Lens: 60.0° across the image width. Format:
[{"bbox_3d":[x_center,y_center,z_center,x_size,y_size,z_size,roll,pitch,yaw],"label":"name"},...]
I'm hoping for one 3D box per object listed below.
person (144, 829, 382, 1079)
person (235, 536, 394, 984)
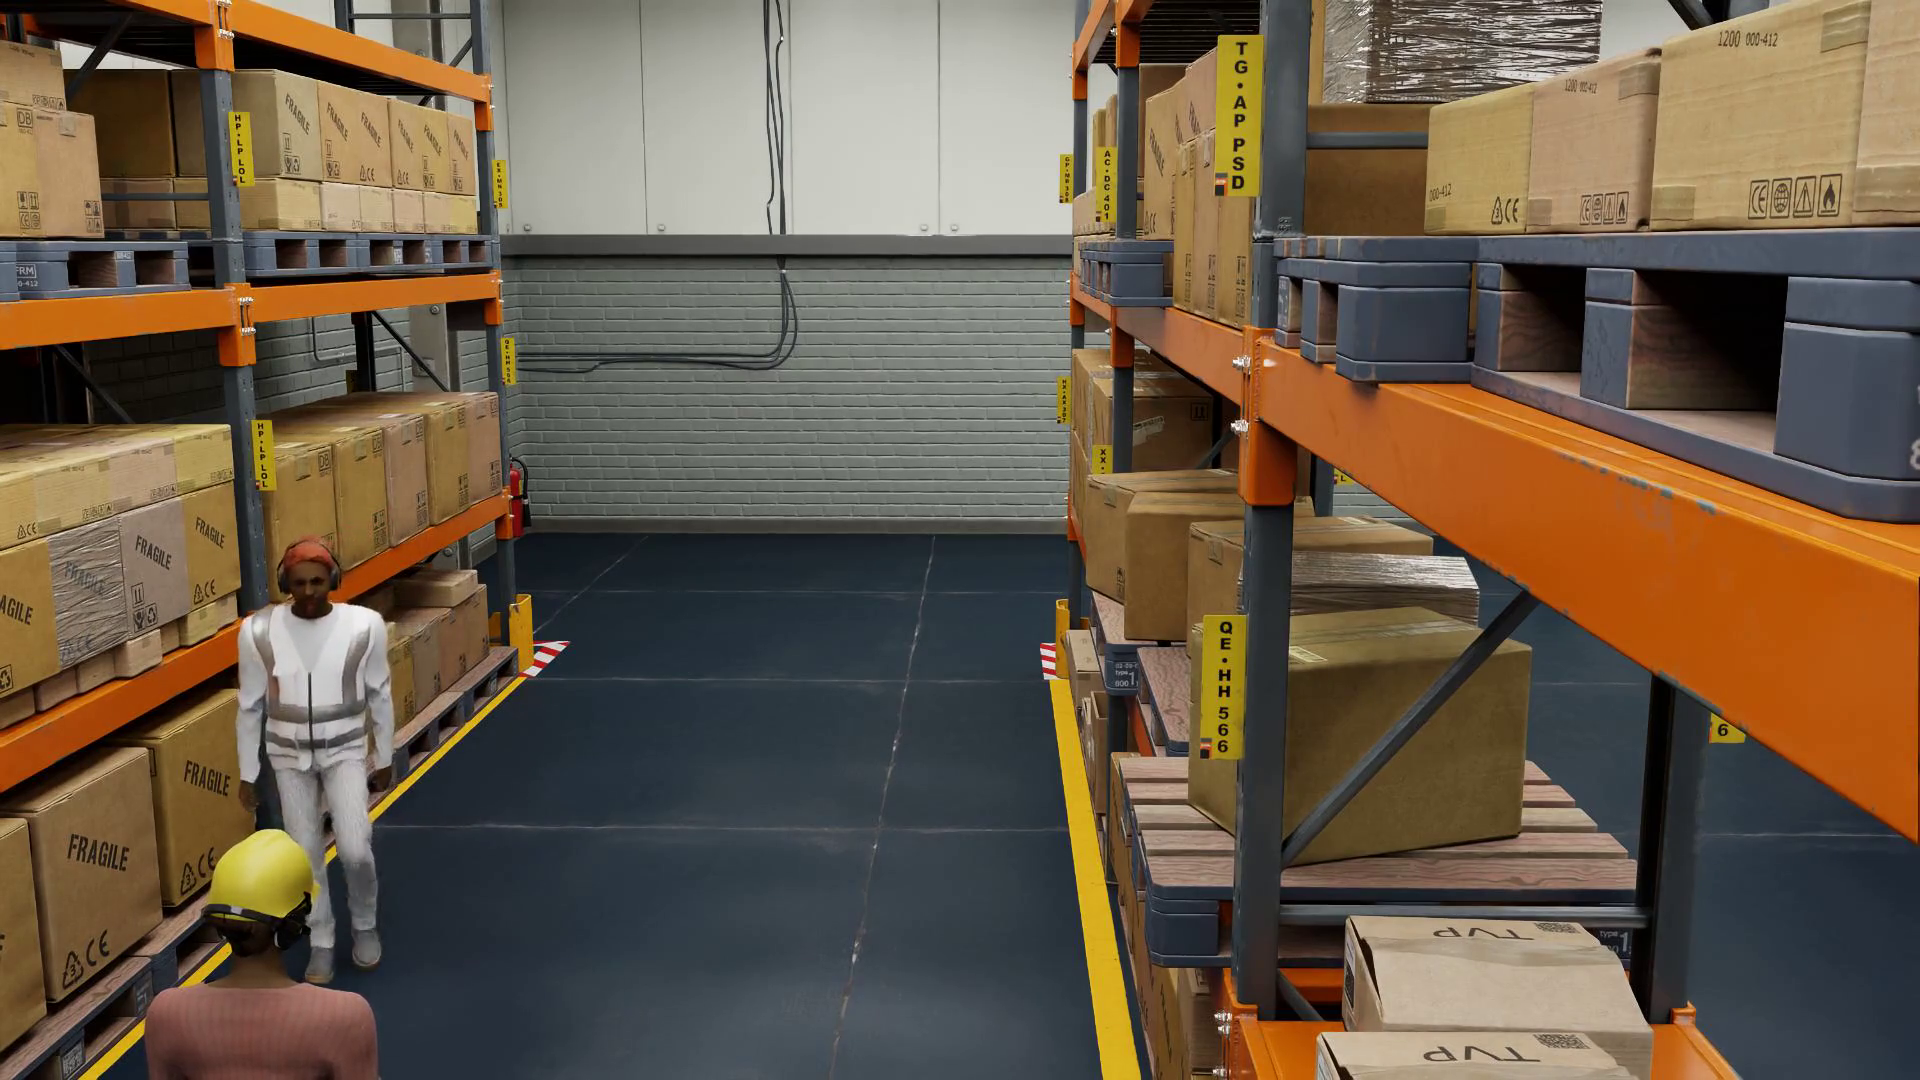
[{"bbox_3d":[-1.510,1.505,3.719,0.530,1.768,0.312,0,10,1],"label":"person"},{"bbox_3d":[-2.626,0.908,6.801,0.589,1.872,0.426,-2,10,-12],"label":"person"}]
